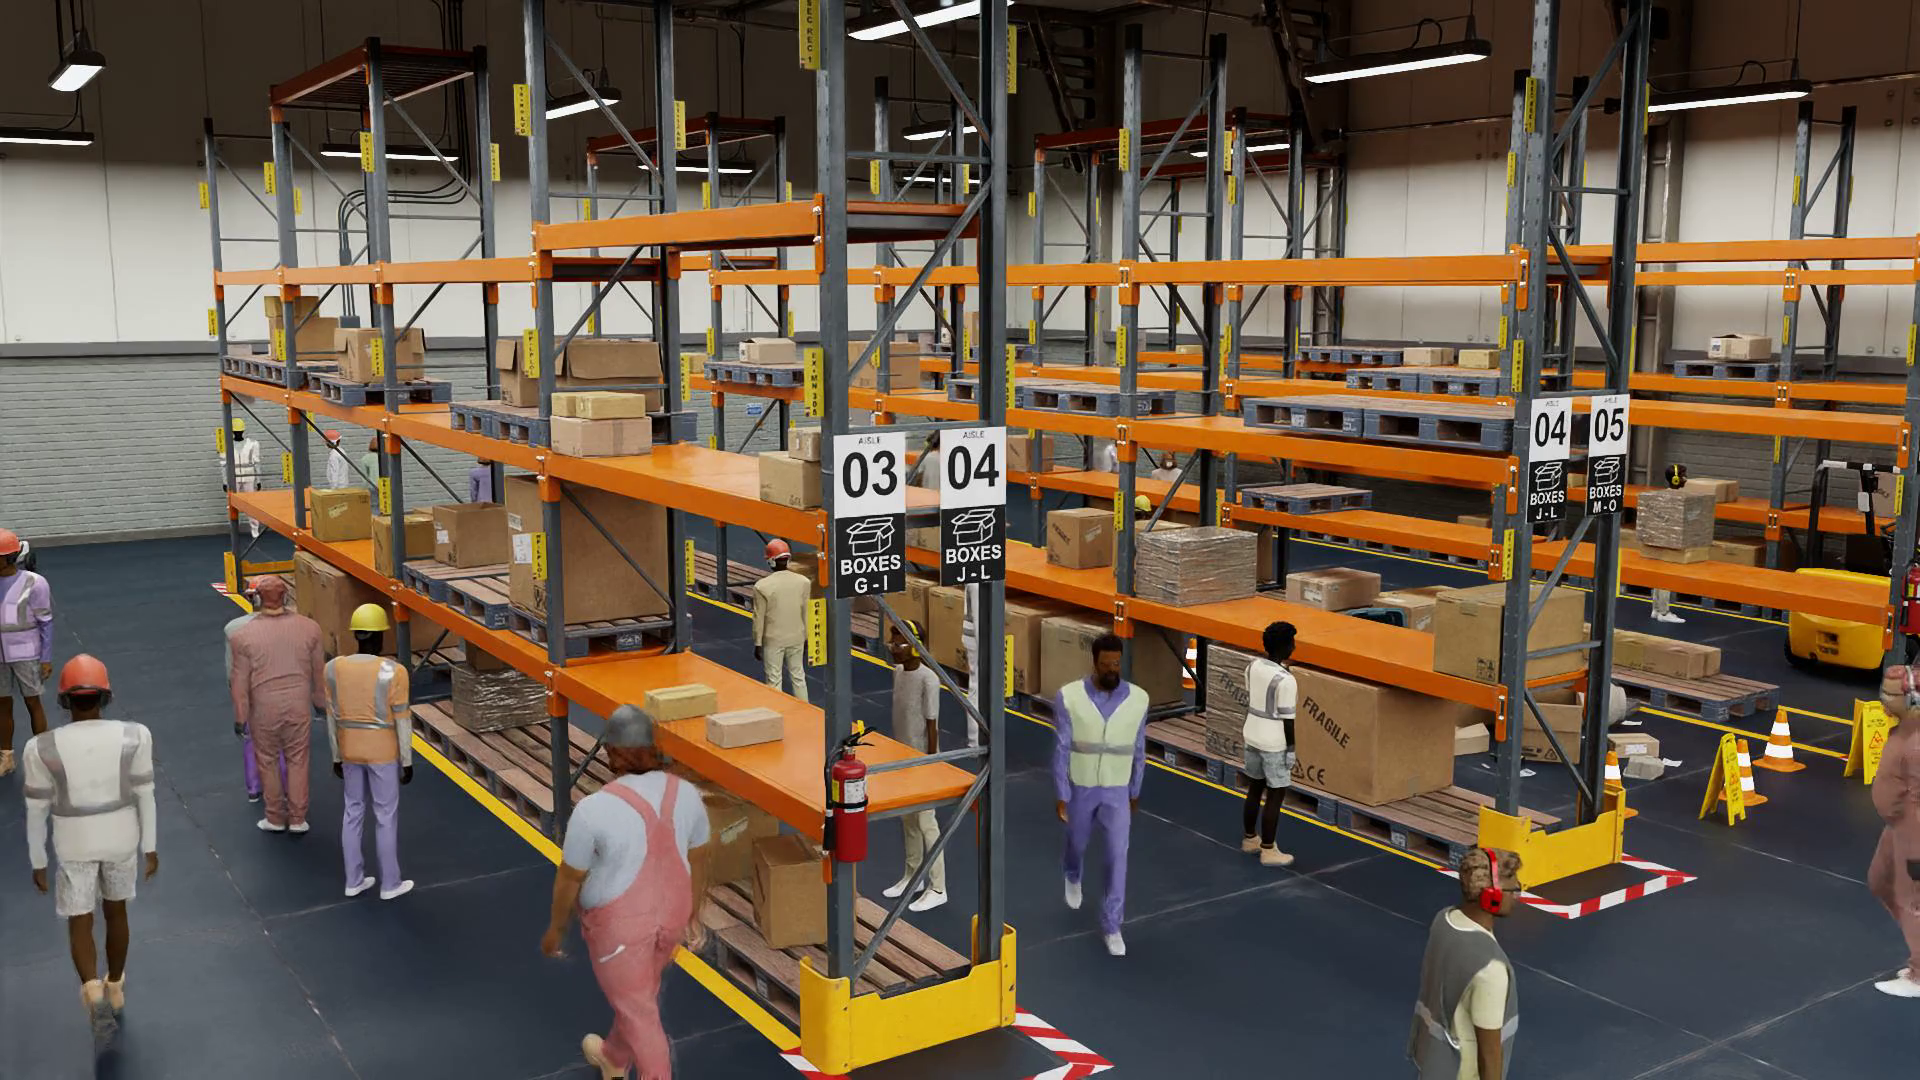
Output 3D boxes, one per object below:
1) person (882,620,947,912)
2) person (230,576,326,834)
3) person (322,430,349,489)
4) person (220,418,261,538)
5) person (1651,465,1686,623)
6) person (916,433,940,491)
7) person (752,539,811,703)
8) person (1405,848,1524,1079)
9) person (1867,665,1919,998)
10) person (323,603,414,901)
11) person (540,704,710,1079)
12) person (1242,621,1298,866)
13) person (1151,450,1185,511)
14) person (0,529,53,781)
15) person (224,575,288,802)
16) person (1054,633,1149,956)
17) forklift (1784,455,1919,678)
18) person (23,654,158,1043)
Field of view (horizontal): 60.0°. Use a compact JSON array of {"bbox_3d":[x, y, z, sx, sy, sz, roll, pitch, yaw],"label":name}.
[{"bbox_3d":[-0.294,1.416,10.563,0.327,1.860,0.499,-6,10,-33],"label":"person"},{"bbox_3d":[-4.880,1.191,11.920,0.663,1.898,0.526,-7,11,-38],"label":"person"},{"bbox_3d":[-9.792,-0.865,26.110,0.349,1.743,0.563,-1,9,-9],"label":"person"},{"bbox_3d":[-11.333,-0.965,26.215,0.587,1.916,0.411,-4,9,-22],"label":"person"},{"bbox_3d":[8.416,0.038,19.674,0.329,1.872,0.508,1,9,8],"label":"person"},{"bbox_3d":[-0.405,-0.659,24.495,0.549,1.810,0.983,-1,9,-5],"label":"person"},{"bbox_3d":[-1.582,0.857,14.655,0.563,1.742,0.361,-6,10,-35],"label":"person"},{"bbox_3d":[1.914,2.060,6.347,0.384,1.834,0.561,0,9,-2],"label":"person"},{"bbox_3d":[5.251,1.611,9.184,0.442,1.877,0.659,4,9,24],"label":"person"},{"bbox_3d":[-3.788,1.361,10.724,0.582,1.919,0.396,1,9,9],"label":"person"},{"bbox_3d":[-1.607,1.731,7.836,0.988,2.000,0.702,7,11,41],"label":"person"},{"bbox_3d":[2.120,1.383,11.336,0.321,1.686,0.539,-3,9,-22],"label":"person"},{"bbox_3d":[2.988,-0.478,23.895,0.507,1.631,0.271,-1,9,-4],"label":"person"},{"bbox_3d":[-7.561,0.917,13.266,0.608,2.039,0.395,0,9,0],"label":"person"},{"bbox_3d":[-5.317,1.138,12.767,0.567,1.740,0.348,0,9,1],"label":"person"},{"bbox_3d":[0.845,1.466,10.122,0.589,1.891,0.914,-1,9,-4],"label":"person"},{"bbox_3d":[9.643,0.253,17.172,2.313,2.155,1.214,-6,10,-33],"label":"forklift"},{"bbox_3d":[-4.538,1.610,8.735,0.611,2.021,0.841,-5,10,-32],"label":"person"}]
